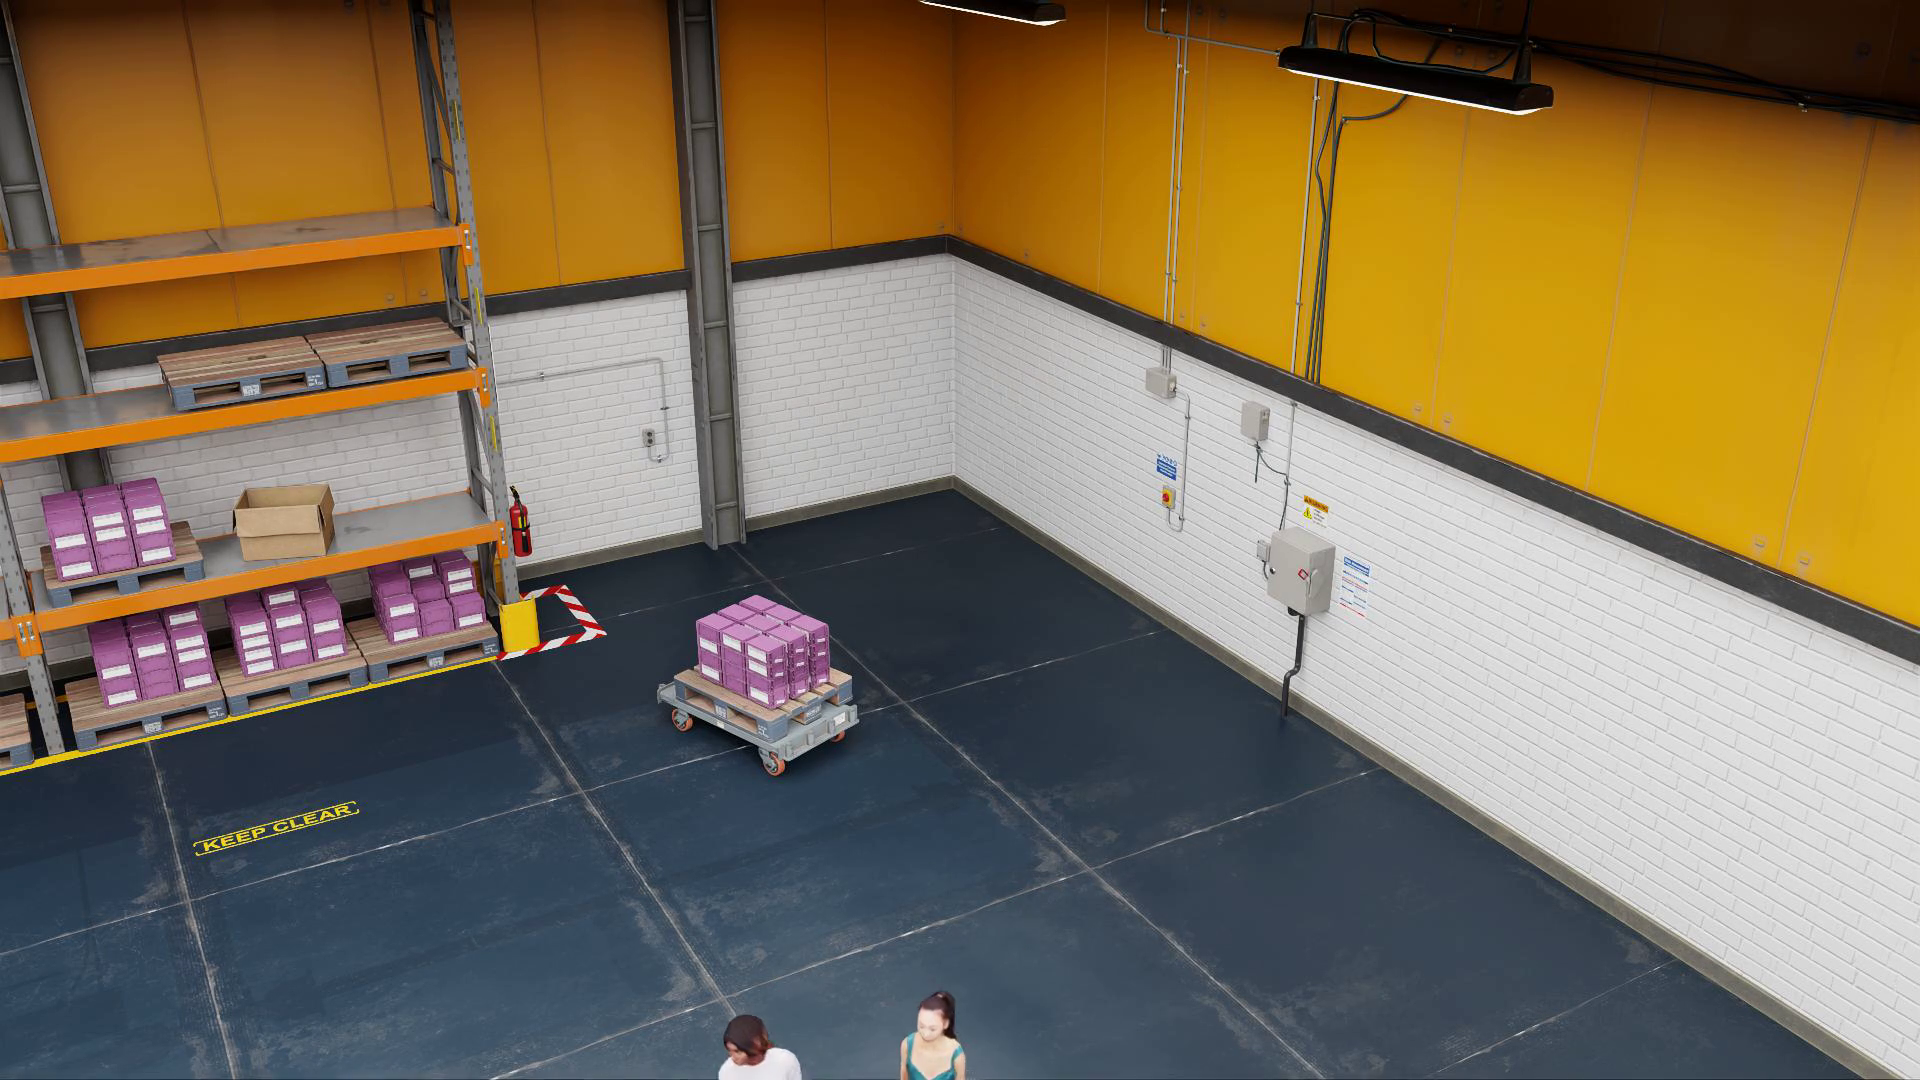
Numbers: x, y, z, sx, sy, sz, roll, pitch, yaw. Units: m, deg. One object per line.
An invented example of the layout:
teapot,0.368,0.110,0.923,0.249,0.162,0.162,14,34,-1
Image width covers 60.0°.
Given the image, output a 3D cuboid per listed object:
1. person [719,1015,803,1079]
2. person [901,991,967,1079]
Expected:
person,-0.994,3.196,8.966,0.653,1.692,0.881,-11,26,-23
person,-0.108,3.149,9.130,0.990,1.648,1.054,7,25,15
